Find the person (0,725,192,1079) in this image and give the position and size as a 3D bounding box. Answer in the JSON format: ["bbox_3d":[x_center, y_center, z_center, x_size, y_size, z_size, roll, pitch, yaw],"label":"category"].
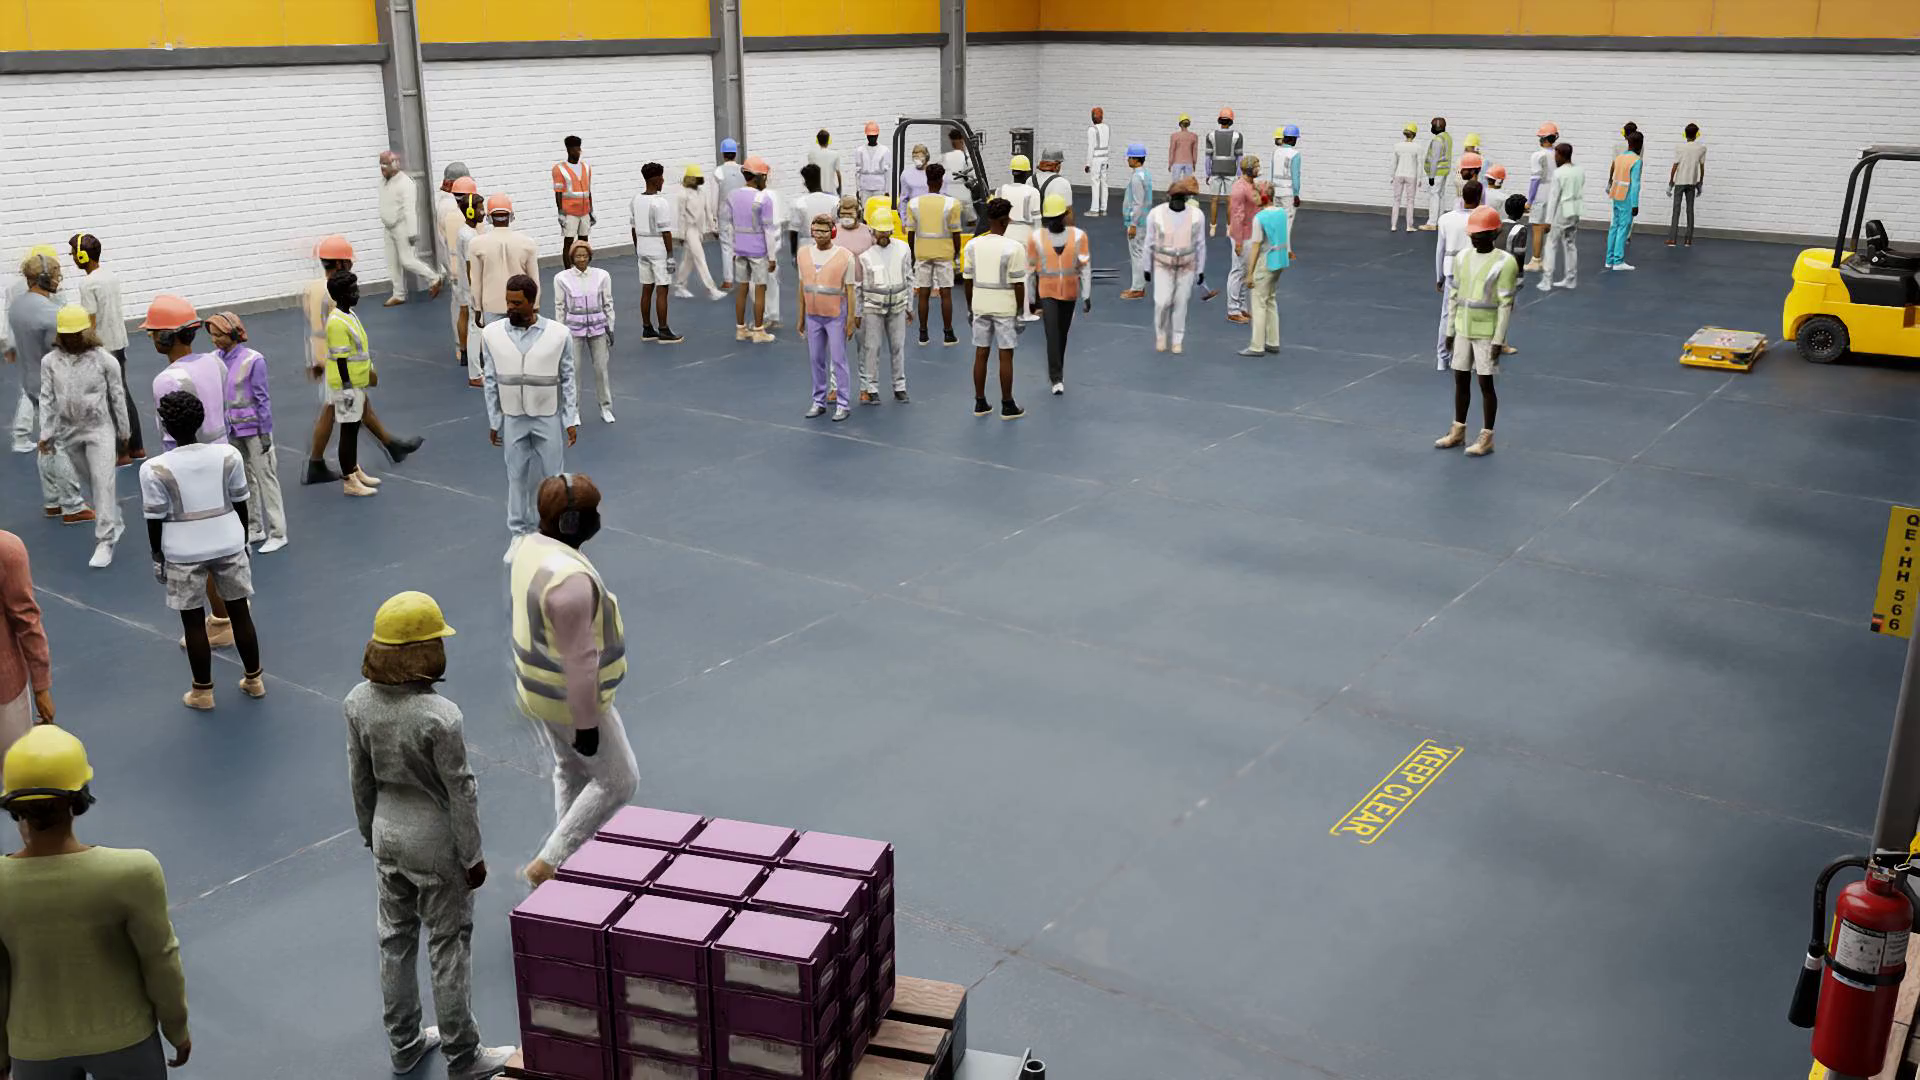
[{"bbox_3d":[-2.370,1.338,4.531,0.527,1.760,0.340,-4,18,-12],"label":"person"}]

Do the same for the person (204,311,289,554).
[{"bbox_3d":[-4.817,-0.728,11.201,0.524,1.631,0.313,7,19,22],"label":"person"}]

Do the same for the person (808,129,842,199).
[{"bbox_3d":[-2.030,-5.246,25.026,0.511,1.830,0.940,0,18,1],"label":"person"}]

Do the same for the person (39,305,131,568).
[{"bbox_3d":[-5.804,-0.721,11.068,0.492,1.708,0.862,-2,18,-5],"label":"person"}]

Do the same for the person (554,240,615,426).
[{"bbox_3d":[-3.285,-1.815,14.602,0.510,1.630,0.316,-7,19,-21],"label":"person"}]

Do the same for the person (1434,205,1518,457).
[{"bbox_3d":[4.211,-1.708,13.605,0.390,2.036,0.613,-11,21,-31],"label":"person"}]

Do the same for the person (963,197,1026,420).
[{"bbox_3d":[0.317,-2.056,14.807,0.609,1.965,0.369,10,20,29],"label":"person"}]

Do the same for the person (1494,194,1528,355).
[{"bbox_3d":[5.787,-2.814,17.628,0.319,1.690,0.536,-6,19,-19],"label":"person"}]

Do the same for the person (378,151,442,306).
[{"bbox_3d":[-6.865,-3.851,20.552,0.648,1.890,0.674,14,23,38],"label":"person"}]

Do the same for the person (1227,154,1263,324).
[{"bbox_3d":[3.324,-3.506,19.385,0.359,1.939,0.635,8,20,25],"label":"person"}]

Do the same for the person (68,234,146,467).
[{"bbox_3d":[-6.827,-1.506,13.274,0.343,1.857,0.521,0,18,1],"label":"person"}]

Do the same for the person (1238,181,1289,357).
[{"bbox_3d":[3.231,-2.839,17.479,0.424,1.831,0.586,15,23,38],"label":"person"}]

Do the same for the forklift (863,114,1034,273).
[{"bbox_3d":[-0.171,-4.594,22.377,2.313,2.155,1.214,1,18,3],"label":"forklift"}]

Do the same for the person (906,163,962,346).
[{"bbox_3d":[-0.279,-3.084,18.023,0.608,1.965,0.369,3,18,10],"label":"person"}]

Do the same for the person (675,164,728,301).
[{"bbox_3d":[-3.298,-3.863,20.897,0.902,1.688,0.497,9,20,26],"label":"person"}]

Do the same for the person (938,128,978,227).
[{"bbox_3d":[-0.003,-4.902,23.793,0.661,1.918,0.672,6,19,17],"label":"person"}]

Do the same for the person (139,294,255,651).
[{"bbox_3d":[-4.331,-0.372,9.415,0.376,2.045,0.605,1,18,4],"label":"person"}]

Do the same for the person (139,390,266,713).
[{"bbox_3d":[-3.938,0.056,8.656,0.539,1.693,0.321,-16,24,-40],"label":"person"}]

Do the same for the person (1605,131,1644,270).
[{"bbox_3d":[9.344,-4.765,23.379,0.397,1.911,0.587,-2,18,-7],"label":"person"}]

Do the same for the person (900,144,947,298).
[{"bbox_3d":[-0.466,-4.040,21.089,0.635,1.927,0.377,6,19,17],"label":"person"}]

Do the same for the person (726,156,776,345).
[{"bbox_3d":[-2.241,-3.153,18.142,0.613,2.029,0.409,11,21,32],"label":"person"}]

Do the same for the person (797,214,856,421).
[{"bbox_3d":[-1.175,-1.976,14.773,0.560,1.838,0.378,9,20,25],"label":"person"}]

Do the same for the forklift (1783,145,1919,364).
[{"bbox_3d":[9.803,-2.879,17.013,2.313,2.155,1.214,12,21,33],"label":"forklift"}]

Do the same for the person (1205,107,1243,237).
[{"bbox_3d":[4.226,-5.886,26.665,0.607,2.044,0.374,5,18,14],"label":"person"}]

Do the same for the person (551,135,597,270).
[{"bbox_3d":[-5.079,-4.353,21.992,0.368,1.967,0.602,14,22,36],"label":"person"}]

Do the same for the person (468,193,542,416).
[{"bbox_3d":[-4.071,-2.105,14.943,0.607,1.986,0.398,-7,19,-21],"label":"person"}]

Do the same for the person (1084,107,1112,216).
[{"bbox_3d":[2.430,-6.675,29.384,0.356,1.887,0.573,16,24,41],"label":"person"}]

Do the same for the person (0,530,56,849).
[{"bbox_3d":[-3.874,0.600,6.478,0.624,1.984,0.413,-7,19,-20],"label":"person"}]

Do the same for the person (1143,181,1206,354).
[{"bbox_3d":[2.272,-2.873,17.592,0.651,1.823,0.445,0,18,-1],"label":"person"}]

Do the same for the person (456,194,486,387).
[{"bbox_3d":[-4.681,-2.405,16.078,0.325,1.861,0.512,-6,19,-17],"label":"person"}]

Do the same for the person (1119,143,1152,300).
[{"bbox_3d":[2.218,-4.003,20.928,0.393,1.946,0.617,5,18,14],"label":"person"}]

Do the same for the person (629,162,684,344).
[{"bbox_3d":[-3.333,-3.139,18.193,0.617,1.964,0.361,15,23,39],"label":"person"}]
